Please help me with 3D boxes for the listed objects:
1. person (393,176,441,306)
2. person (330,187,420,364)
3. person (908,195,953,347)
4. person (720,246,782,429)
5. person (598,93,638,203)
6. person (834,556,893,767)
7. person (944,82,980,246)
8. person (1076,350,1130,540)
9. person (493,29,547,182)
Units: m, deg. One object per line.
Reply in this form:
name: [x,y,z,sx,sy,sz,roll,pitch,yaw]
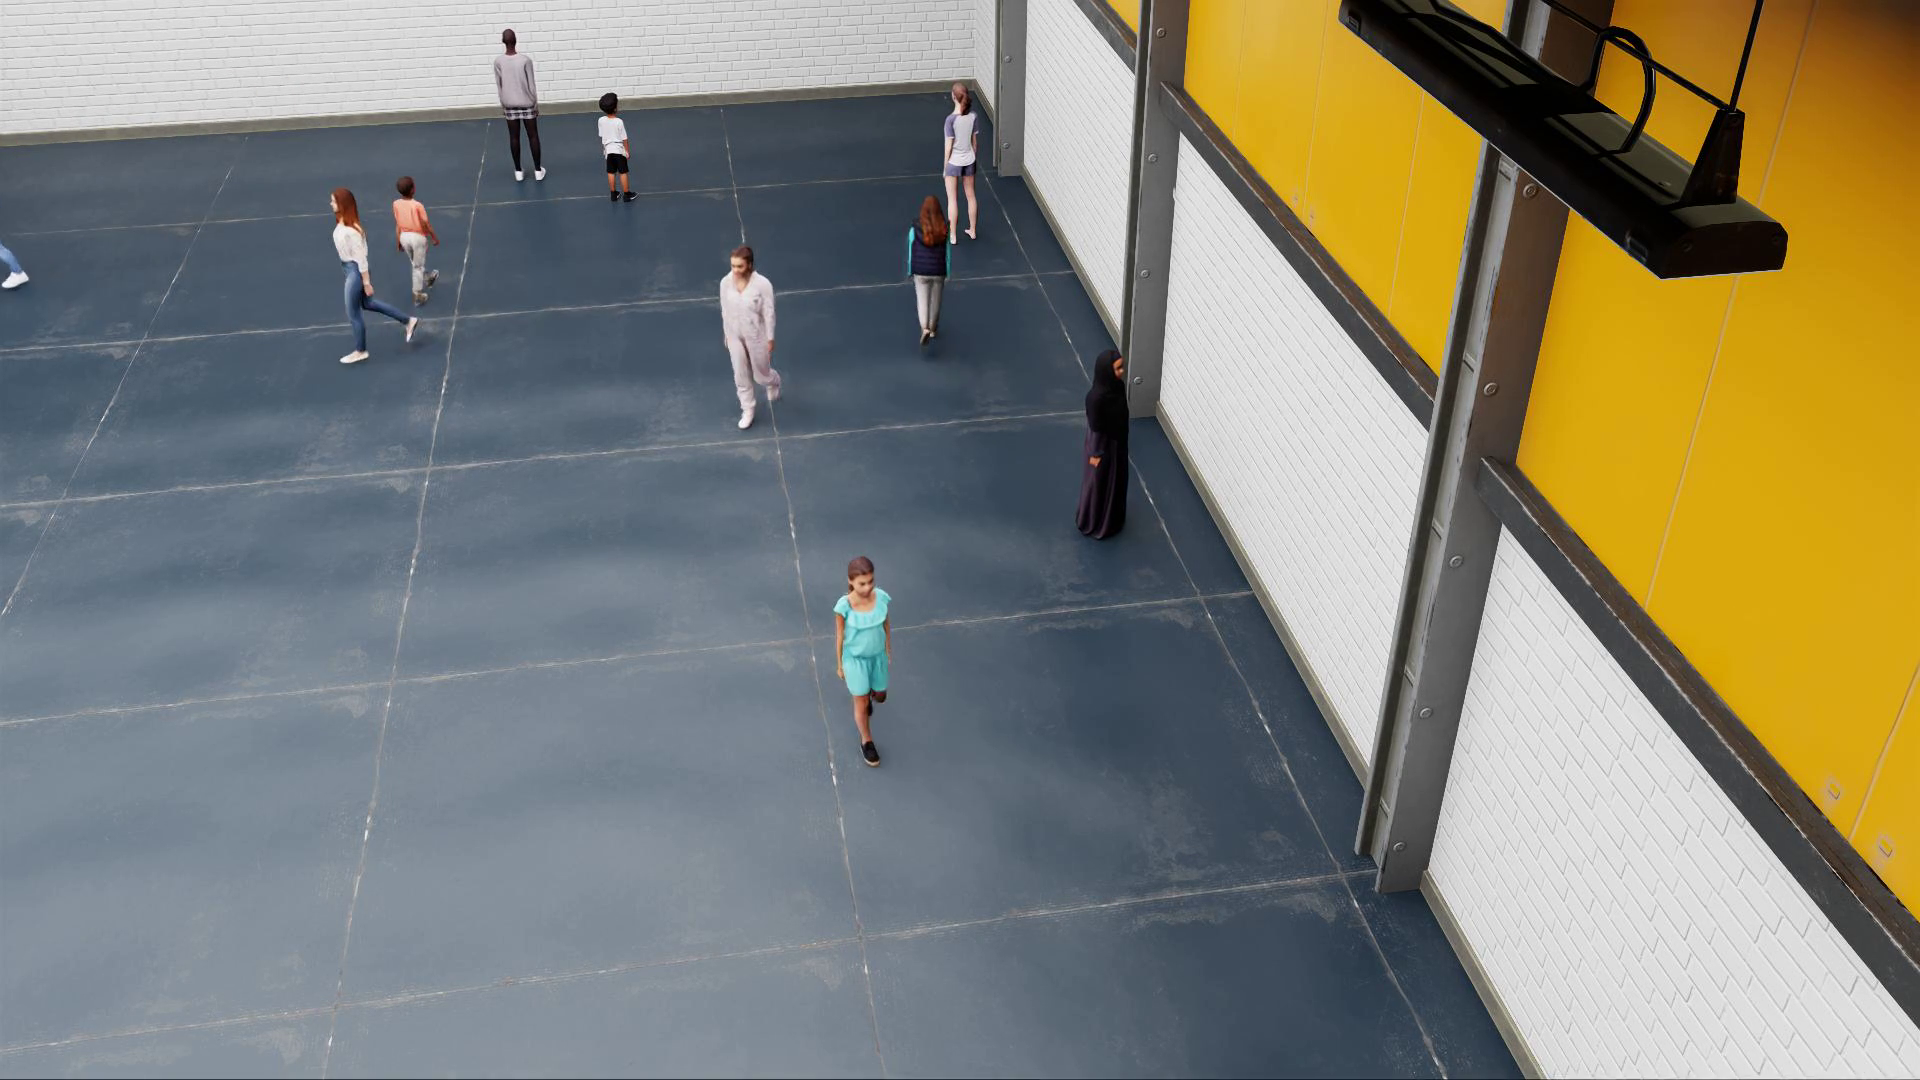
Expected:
person: [-5.538,-2.998,16.777,0.721,1.288,0.911,8,34,12]
person: [-5.587,-2.517,15.676,0.796,1.706,1.007,-14,36,-21]
person: [-0.300,-2.558,15.939,0.669,1.482,0.892,1,34,1]
person: [-1.836,-1.830,14.669,0.834,1.677,0.963,9,35,13]
person: [-3.955,-4.498,19.058,0.563,1.261,0.596,8,34,12]
person: [-0.655,0.729,10.938,0.652,1.545,0.885,-13,36,-18]
person: [0.007,-4.068,17.954,0.653,1.768,0.673,-18,38,-25]
person: [1.146,-0.780,13.145,0.774,1.614,0.717,23,40,30]
person: [-5.174,-5.099,19.504,0.627,1.770,0.541,-2,34,-3]
